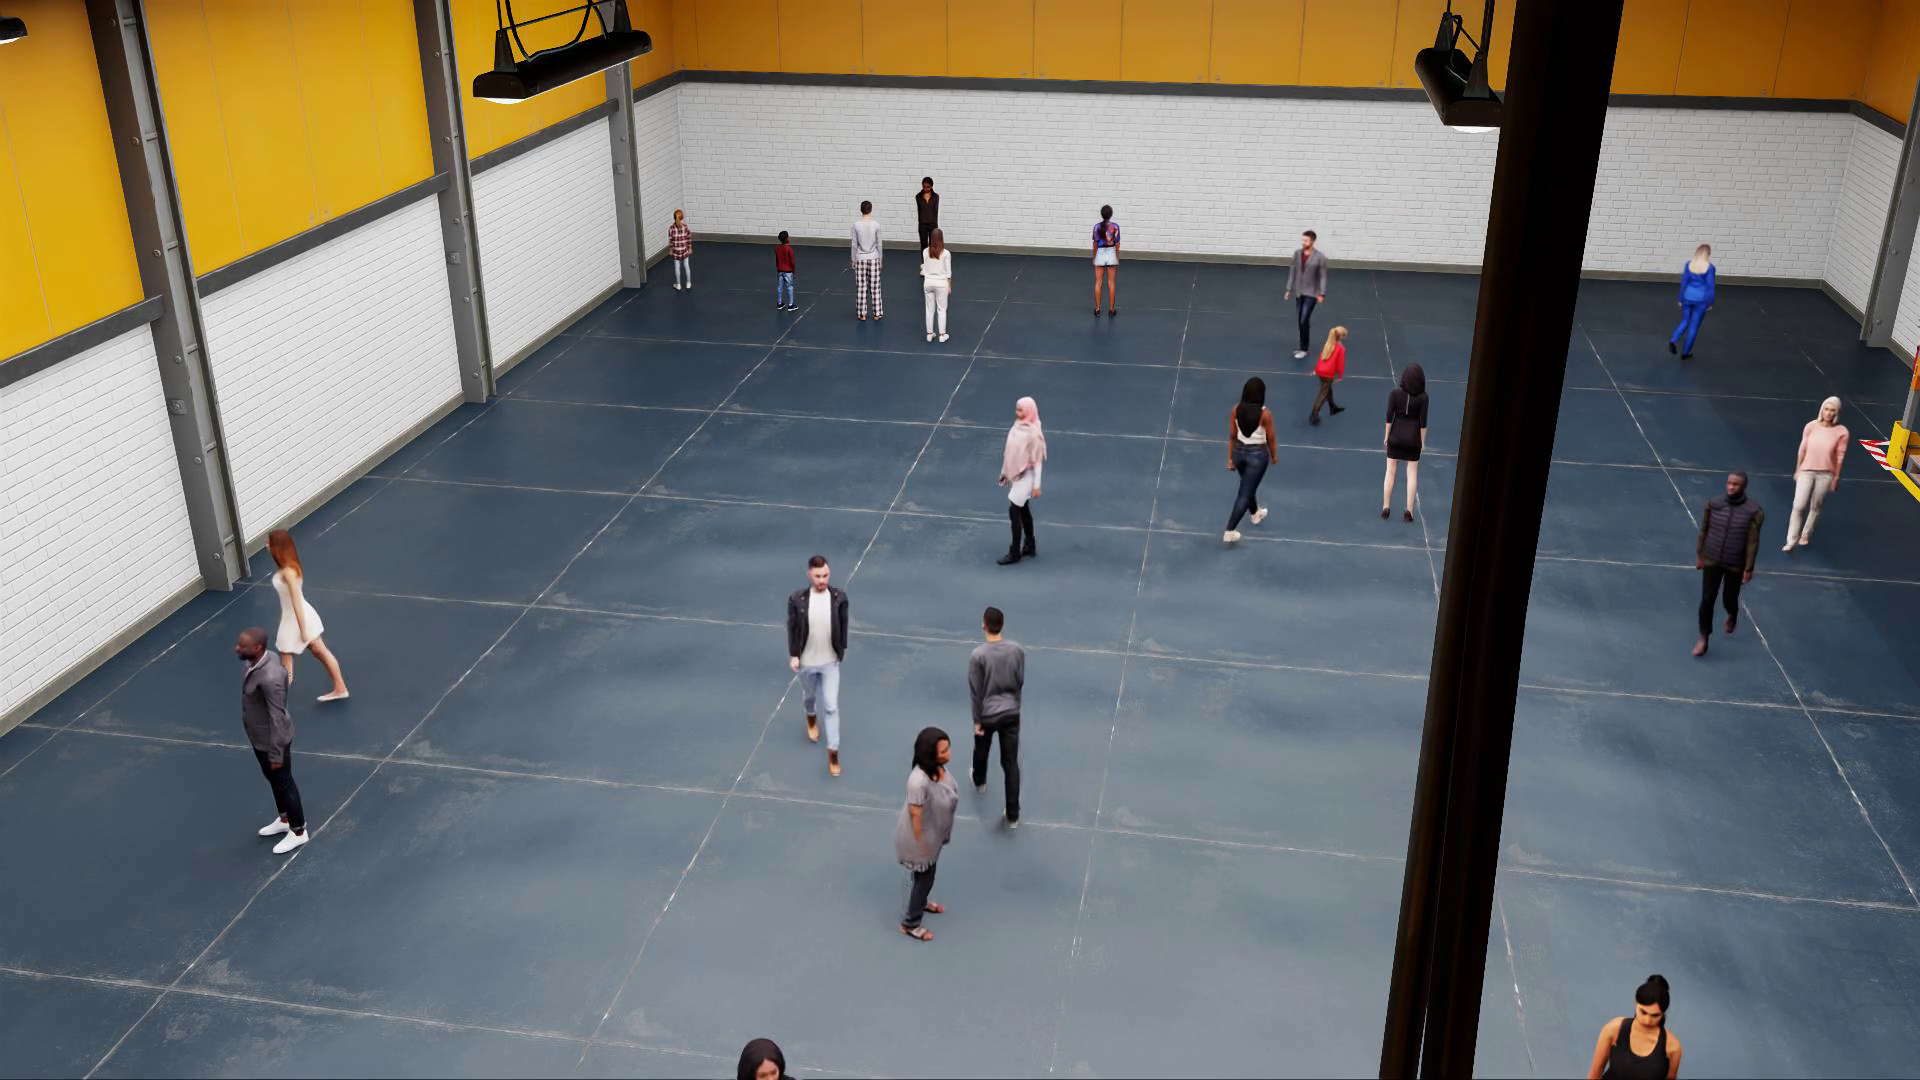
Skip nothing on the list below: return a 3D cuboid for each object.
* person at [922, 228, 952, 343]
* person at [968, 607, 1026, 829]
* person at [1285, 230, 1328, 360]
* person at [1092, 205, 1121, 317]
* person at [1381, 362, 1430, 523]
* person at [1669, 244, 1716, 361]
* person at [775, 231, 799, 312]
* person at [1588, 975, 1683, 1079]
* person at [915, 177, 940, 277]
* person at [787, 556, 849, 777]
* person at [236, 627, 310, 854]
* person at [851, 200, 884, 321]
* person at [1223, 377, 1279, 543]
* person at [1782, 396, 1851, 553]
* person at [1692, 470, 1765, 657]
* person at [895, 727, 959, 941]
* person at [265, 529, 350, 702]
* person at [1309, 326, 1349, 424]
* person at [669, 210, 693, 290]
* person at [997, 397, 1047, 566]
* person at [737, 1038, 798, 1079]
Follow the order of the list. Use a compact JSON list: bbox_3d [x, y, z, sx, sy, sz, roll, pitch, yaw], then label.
[{"bbox_3d":[-0.351,-3.788,24.686,0.603,1.688,0.547,6,24,13],"label":"person"},{"bbox_3d":[0.321,1.392,12.798,0.909,1.719,1.212,-5,24,-12],"label":"person"},{"bbox_3d":[5.039,-3.554,23.947,0.970,1.852,0.907,-18,30,-36],"label":"person"},{"bbox_3d":[2.272,-4.368,25.945,0.595,1.743,0.516,3,24,7],"label":"person"},{"bbox_3d":[4.896,-1.072,18.329,0.629,1.804,0.573,10,25,21],"label":"person"},{"bbox_3d":[10.451,-3.376,23.743,0.856,1.689,0.796,-16,28,-33],"label":"person"},{"bbox_3d":[-2.769,-4.273,26.338,0.555,1.253,0.570,13,27,27],"label":"person"},{"bbox_3d":[3.632,3.066,9.035,0.610,1.666,0.541,7,25,16],"label":"person"},{"bbox_3d":[-0.550,-5.364,28.326,0.620,1.662,0.689,1,24,1],"label":"person"},{"bbox_3d":[-1.191,0.944,13.706,0.901,1.812,1.225,-3,24,-8],"label":"person"},{"bbox_3d":[-5.167,1.471,12.495,0.847,1.818,0.798,-17,29,-34],"label":"person"},{"bbox_3d":[-1.435,-4.321,25.708,0.686,1.847,0.634,-2,24,-5],"label":"person"},{"bbox_3d":[3.053,-0.805,17.784,1.077,1.752,1.282,20,31,38],"label":"person"},{"bbox_3d":[9.123,-0.724,17.660,0.842,1.703,1.034,15,28,30],"label":"person"},{"bbox_3d":[7.126,0.193,15.416,0.963,1.820,1.089,18,30,36],"label":"person"},{"bbox_3d":[-0.261,1.999,11.559,0.674,1.599,0.579,5,24,12],"label":"person"},{"bbox_3d":[-5.646,0.698,14.441,0.963,1.676,1.046,-8,25,-18],"label":"person"},{"bbox_3d":[4.690,-2.109,21.406,0.888,1.240,0.876,-14,27,-28],"label":"person"},{"bbox_3d":[-4.630,-4.807,27.498,0.606,1.304,0.626,-9,25,-20],"label":"person"},{"bbox_3d":[0.724,-0.640,17.354,0.892,1.794,0.842,-10,25,-21],"label":"person"},{"bbox_3d":[-1.004,3.242,8.595,1.032,1.696,1.185,-12,26,-25],"label":"person"}]
